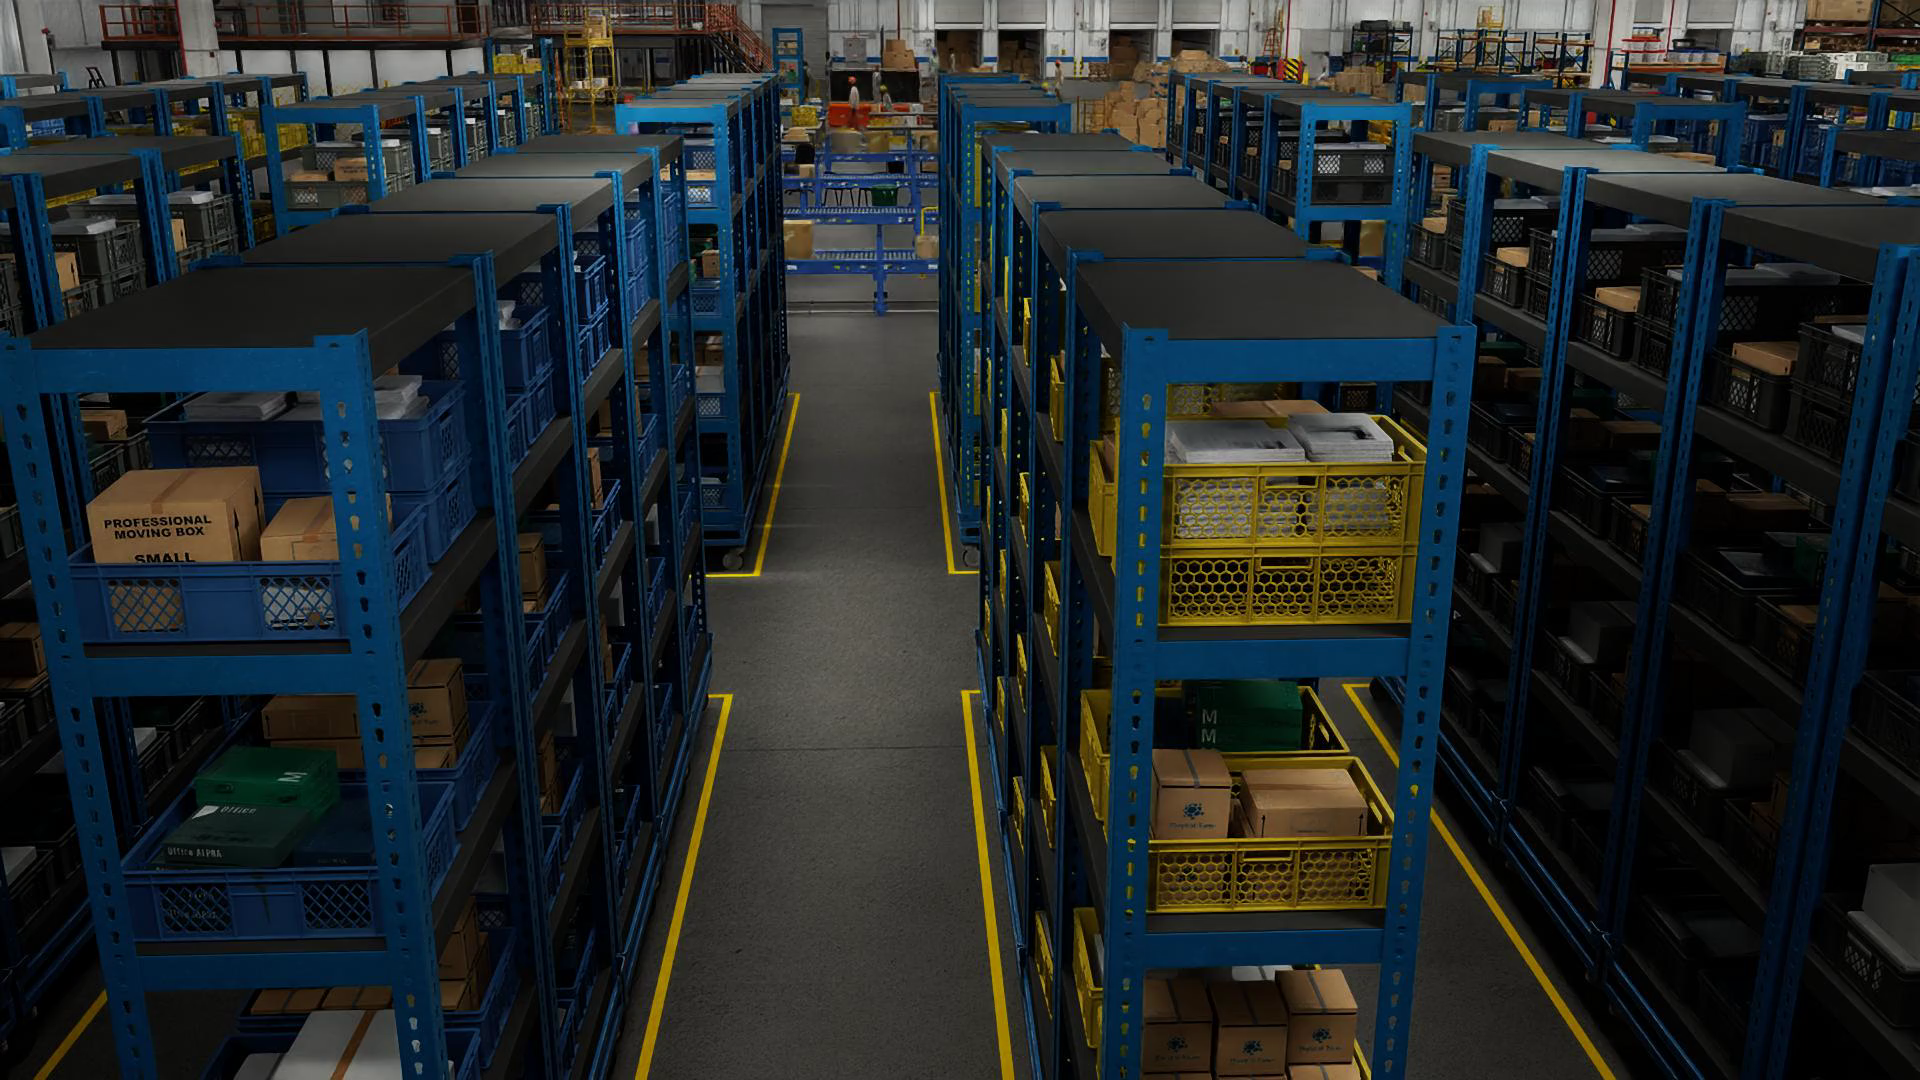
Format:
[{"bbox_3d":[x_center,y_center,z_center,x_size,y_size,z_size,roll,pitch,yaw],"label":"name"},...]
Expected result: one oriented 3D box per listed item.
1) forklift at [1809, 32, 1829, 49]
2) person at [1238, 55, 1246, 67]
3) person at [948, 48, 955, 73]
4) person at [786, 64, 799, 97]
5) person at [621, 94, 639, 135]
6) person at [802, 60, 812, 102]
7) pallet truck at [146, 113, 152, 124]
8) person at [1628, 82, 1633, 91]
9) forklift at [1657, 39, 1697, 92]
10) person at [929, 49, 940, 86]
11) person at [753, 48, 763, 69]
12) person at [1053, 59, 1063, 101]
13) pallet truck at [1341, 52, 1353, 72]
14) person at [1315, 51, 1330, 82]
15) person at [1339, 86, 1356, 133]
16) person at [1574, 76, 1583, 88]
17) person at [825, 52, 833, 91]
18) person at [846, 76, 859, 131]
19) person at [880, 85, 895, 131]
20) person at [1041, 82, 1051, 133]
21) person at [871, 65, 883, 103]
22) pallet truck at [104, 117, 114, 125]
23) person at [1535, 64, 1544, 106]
[{"bbox_3d":[45.950,-25.863,89.297,1.129,2.768,1.873,-1,18,-2],"label":"forklift"},{"bbox_3d":[13.579,-22.397,80.164,0.358,1.885,0.572,-5,19,-15],"label":"person"},{"bbox_3d":[-0.545,-26.892,94.161,0.822,1.839,0.543,-3,18,-8],"label":"person"},{"bbox_3d":[-6.769,-18.197,67.088,0.551,1.933,0.376,-10,20,-28],"label":"person"},{"bbox_3d":[-8.704,-10.786,44.042,0.423,1.998,0.647,1,18,4],"label":"person"},{"bbox_3d":[-6.926,-20.613,74.753,0.550,1.813,0.849,0,18,0],"label":"person"},{"bbox_3d":[-18.087,-8.309,36.390,1.885,1.965,0.823,-1,18,-4],"label":"pallet truck"},{"bbox_3d":[24.321,-15.914,60.542,0.710,1.611,0.513,-8,19,-22],"label":"person"},{"bbox_3d":[30.872,-20.043,71.287,1.129,2.768,1.873,-1,18,-2],"label":"forklift"},{"bbox_3d":[-1.348,-25.326,89.153,0.606,1.928,0.508,-9,20,-26],"label":"person"},{"bbox_3d":[-11.138,-26.131,91.690,0.585,1.911,0.391,-9,20,-25],"label":"person"},{"bbox_3d":[4.238,-20.166,73.210,0.660,1.912,0.565,-8,19,-22],"label":"person"},{"bbox_3d":[18.794,-23.123,82.231,0.823,1.965,1.885,-13,22,-35],"label":"pallet truck"},{"bbox_3d":[19.658,-25.486,89.832,0.710,1.818,0.635,12,21,32],"label":"person"},{"bbox_3d":[11.797,-12.748,50.298,0.680,1.879,0.757,2,18,6],"label":"person"},{"bbox_3d":[21.476,-15.098,57.554,1.005,1.911,0.659,9,20,25],"label":"person"},{"bbox_3d":[-6.653,-23.802,84.472,0.383,1.912,0.591,-13,22,-35],"label":"person"},{"bbox_3d":[-3.558,-14.278,54.885,0.474,1.977,0.655,1,18,3],"label":"person"},{"bbox_3d":[-2.380,-14.303,55.475,0.978,1.661,0.487,-4,18,-12],"label":"person"},{"bbox_3d":[2.799,-14.059,54.482,0.420,1.819,0.610,-4,18,-11],"label":"person"},{"bbox_3d":[-3.420,-18.589,68.415,0.576,1.866,0.763,11,21,31],"label":"person"},{"bbox_3d":[-18.367,-7.885,35.078,1.885,1.965,0.823,1,18,2],"label":"pallet truck"},{"bbox_3d":[24.085,-18.864,69.281,0.513,1.859,0.321,-10,20,-28],"label":"person"}]
